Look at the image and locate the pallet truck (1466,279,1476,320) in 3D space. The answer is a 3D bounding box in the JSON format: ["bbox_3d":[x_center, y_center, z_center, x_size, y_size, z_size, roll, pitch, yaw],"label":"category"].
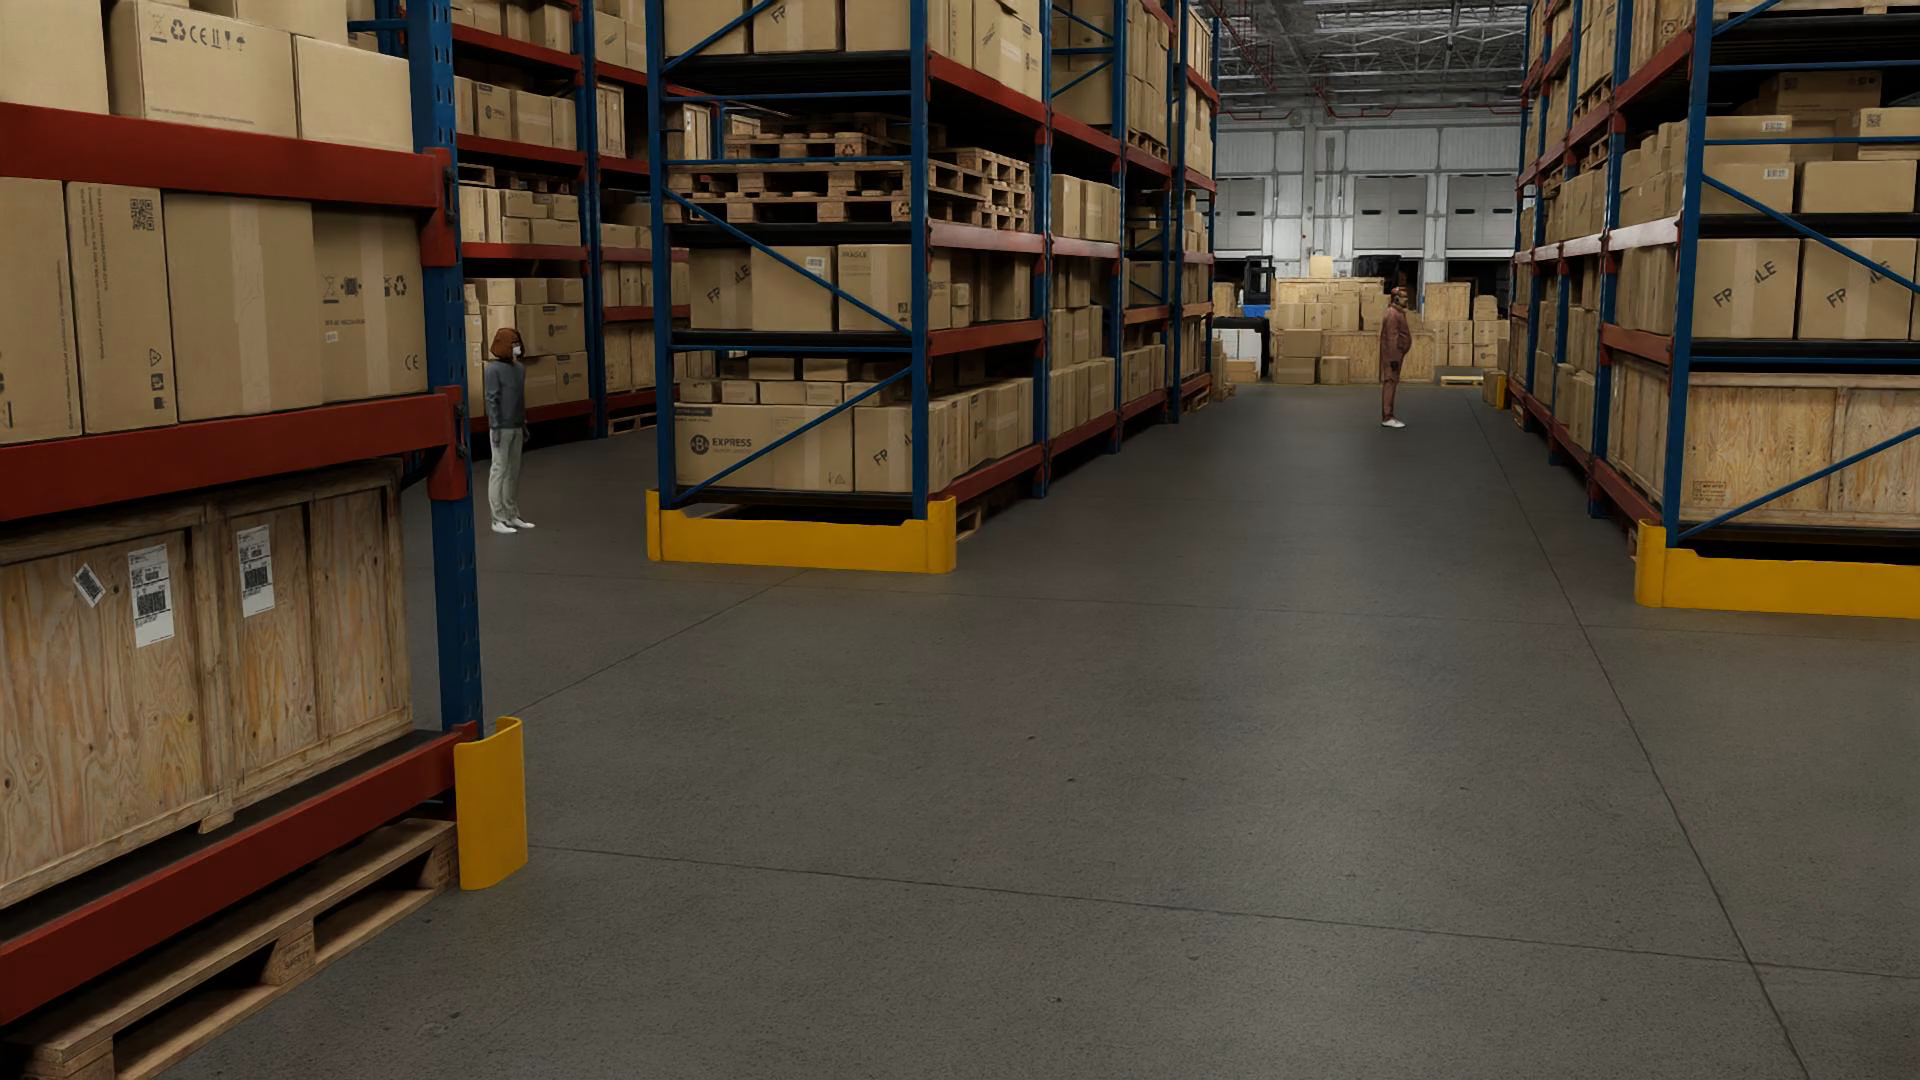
[{"bbox_3d":[18.896,-8.459,60.307,1.885,1.965,0.823,5,10,31],"label":"pallet truck"}]

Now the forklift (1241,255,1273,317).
[{"bbox_3d":[10.551,-8.662,58.805,1.129,2.768,1.873,2,9,15],"label":"forklift"}]

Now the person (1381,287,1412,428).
[{"bbox_3d":[5.950,-2.492,22.689,0.401,1.910,0.640,3,9,17],"label":"person"}]

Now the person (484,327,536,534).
[{"bbox_3d":[-3.600,-0.876,13.282,0.285,1.634,0.499,3,9,17],"label":"person"}]

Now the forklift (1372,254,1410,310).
[{"bbox_3d":[14.404,-8.278,56.365,1.129,2.768,1.873,-2,9,-12],"label":"forklift"}]

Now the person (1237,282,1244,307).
[{"bbox_3d":[10.568,-8.701,62.210,0.360,1.884,0.574,3,9,17],"label":"person"}]
